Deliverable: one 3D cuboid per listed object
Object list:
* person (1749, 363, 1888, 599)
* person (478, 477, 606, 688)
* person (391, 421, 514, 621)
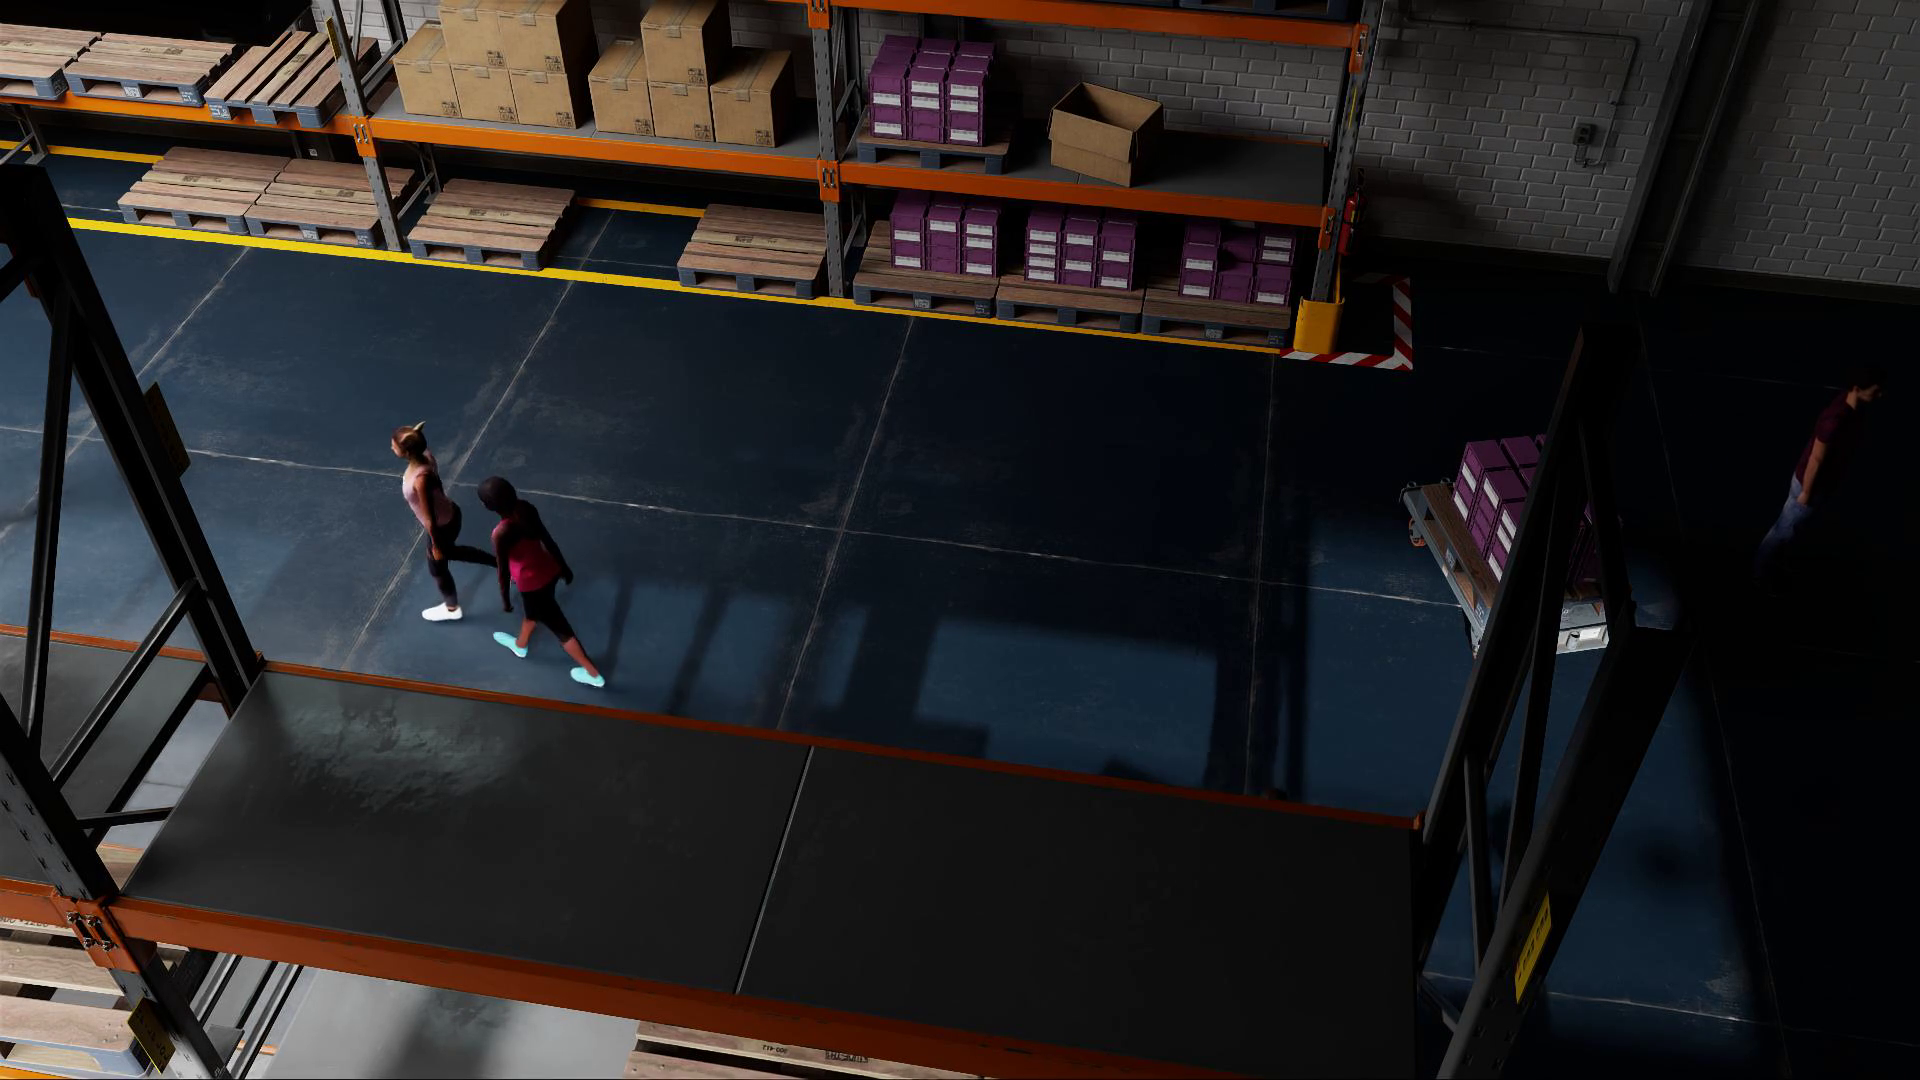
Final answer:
[{"bbox_3d":[5.740,-0.441,11.123,0.727,1.852,0.732,30,51,28],"label":"person"},{"bbox_3d":[-2.573,0.311,10.472,1.105,1.661,0.696,14,45,14],"label":"person"},{"bbox_3d":[-3.332,-0.129,10.958,1.005,1.628,0.812,-11,45,-11],"label":"person"}]
